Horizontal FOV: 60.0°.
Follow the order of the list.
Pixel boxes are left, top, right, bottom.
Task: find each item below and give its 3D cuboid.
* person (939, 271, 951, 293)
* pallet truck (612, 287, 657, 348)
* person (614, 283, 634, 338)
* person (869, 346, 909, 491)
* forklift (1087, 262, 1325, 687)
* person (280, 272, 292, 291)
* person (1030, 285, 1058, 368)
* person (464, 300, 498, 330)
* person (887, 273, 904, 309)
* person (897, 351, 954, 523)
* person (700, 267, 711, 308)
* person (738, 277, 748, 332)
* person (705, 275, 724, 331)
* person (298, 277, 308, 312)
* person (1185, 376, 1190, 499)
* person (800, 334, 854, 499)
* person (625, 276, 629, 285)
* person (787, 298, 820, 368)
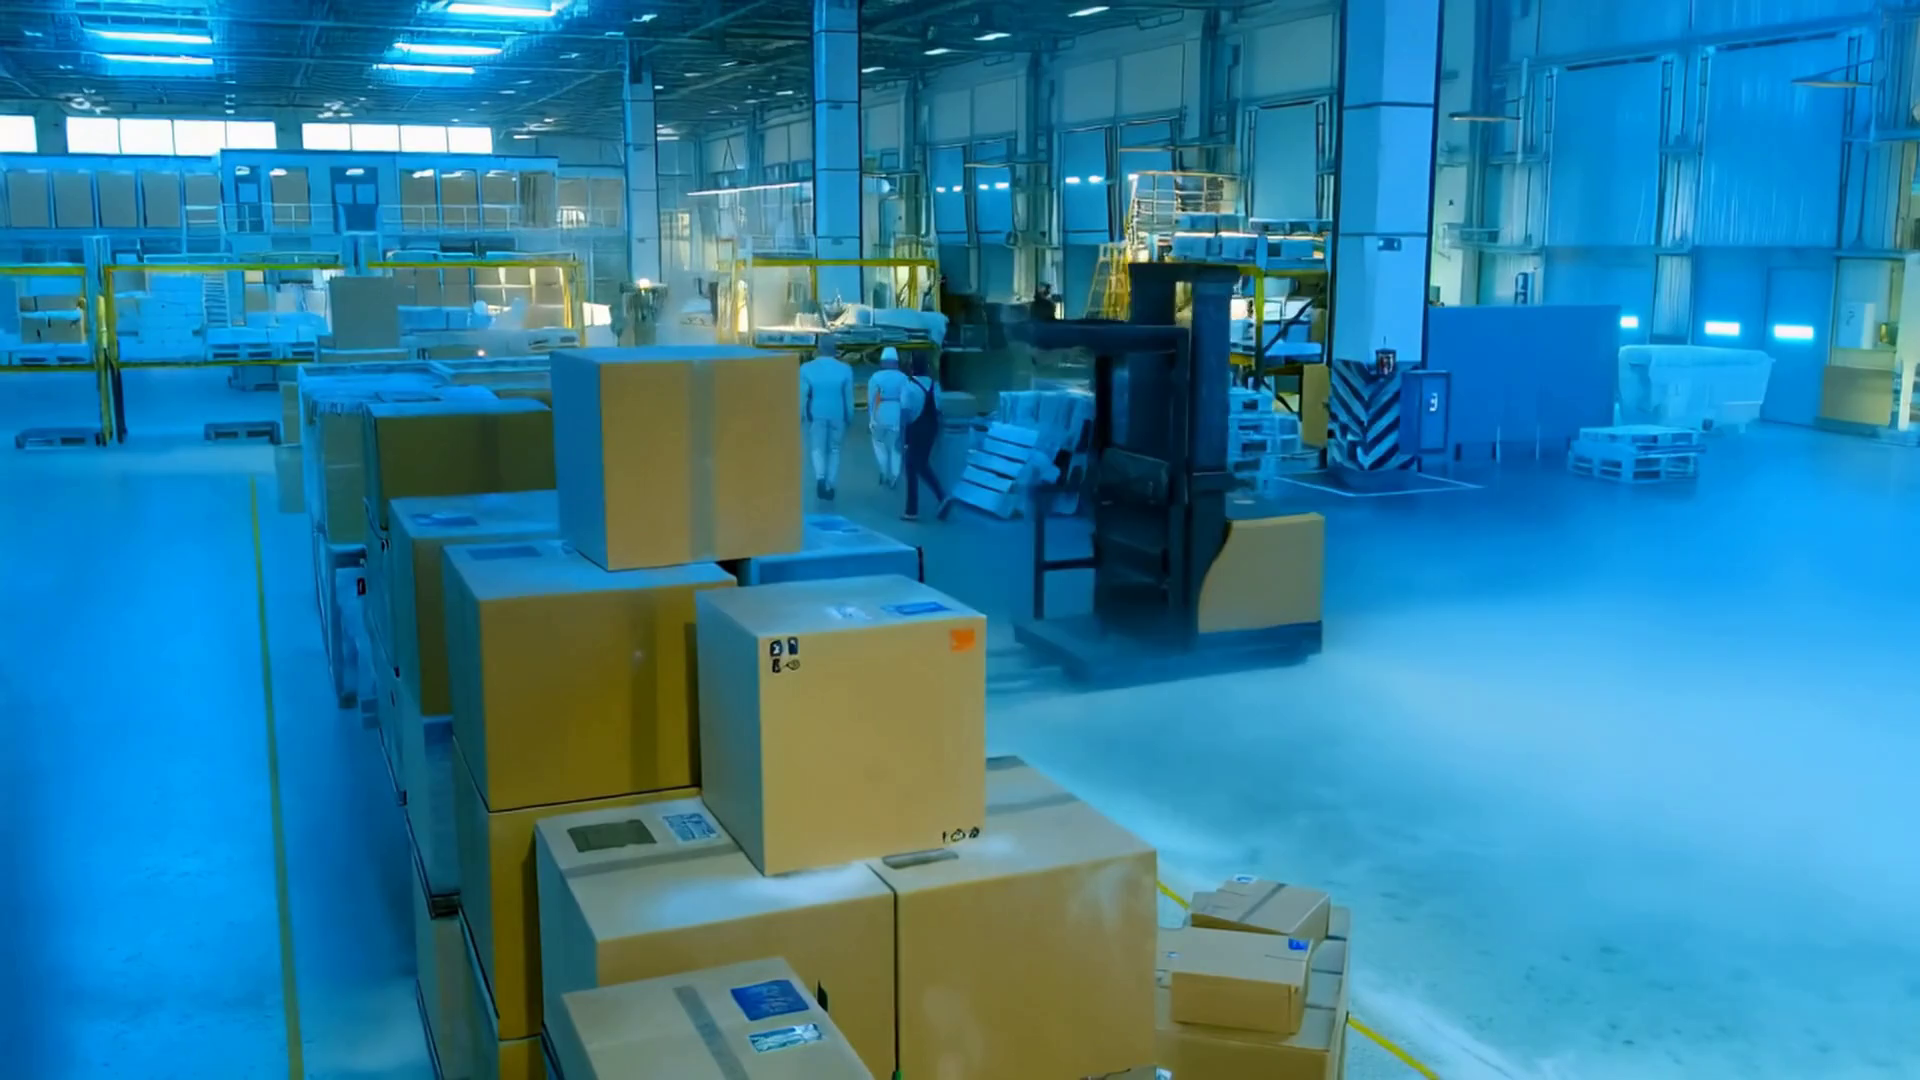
[{"bbox_3d":[-0.529,-8.033,55.619,0.593,1.911,0.411,-5,12,-27],"label":"person"},{"bbox_3d":[-6.464,-4.406,35.401,0.823,1.965,1.885,6,12,32],"label":"pallet truck"},{"bbox_3d":[-10.046,-6.897,50.088,0.888,1.643,0.547,-7,12,-33],"label":"person"},{"bbox_3d":[-0.841,-1.440,19.783,0.503,1.725,0.422,-3,11,-14],"label":"person"},{"bbox_3d":[1.538,-0.537,11.645,1.873,2.768,1.129,-4,11,-23],"label":"forklift"},{"bbox_3d":[-22.490,-8.037,55.723,0.626,1.904,1.006,10,14,43],"label":"person"},{"bbox_3d":[1.938,-4.957,38.646,0.628,1.941,1.055,6,12,28],"label":"person"},{"bbox_3d":[-9.008,-3.585,31.313,0.626,1.844,0.429,-3,11,-17],"label":"person"},{"bbox_3d":[-1.994,-7.198,50.970,0.550,1.935,0.376,4,11,21],"label":"person"},{"bbox_3d":[-0.377,-1.058,17.458,0.584,1.828,0.535,10,14,44],"label":"person"},{"bbox_3d":[-9.430,-9.142,61.524,0.470,1.982,0.624,1,10,4],"label":"person"},{"bbox_3d":[-6.899,-7.481,52.995,0.329,1.765,0.526,-8,13,-36],"label":"person"},{"bbox_3d":[-8.040,-7.761,54.458,0.652,1.801,0.946,7,13,35],"label":"person"},{"bbox_3d":[-20.009,-7.075,50.605,0.374,1.831,0.626,-5,11,-24],"label":"person"},{"bbox_3d":[1.826,-0.428,13.778,0.646,1.905,0.983,-8,13,-36],"label":"person"},{"bbox_3d":[-1.518,-1.389,18.996,0.633,1.921,0.690,-1,10,-5],"label":"person"},{"bbox_3d":[-12.134,-9.147,61.669,0.605,1.949,0.383,2,10,10],"label":"person"},{"bbox_3d":[-2.992,-3.791,32.464,0.661,1.831,0.769,-9,14,-42],"label":"person"}]
